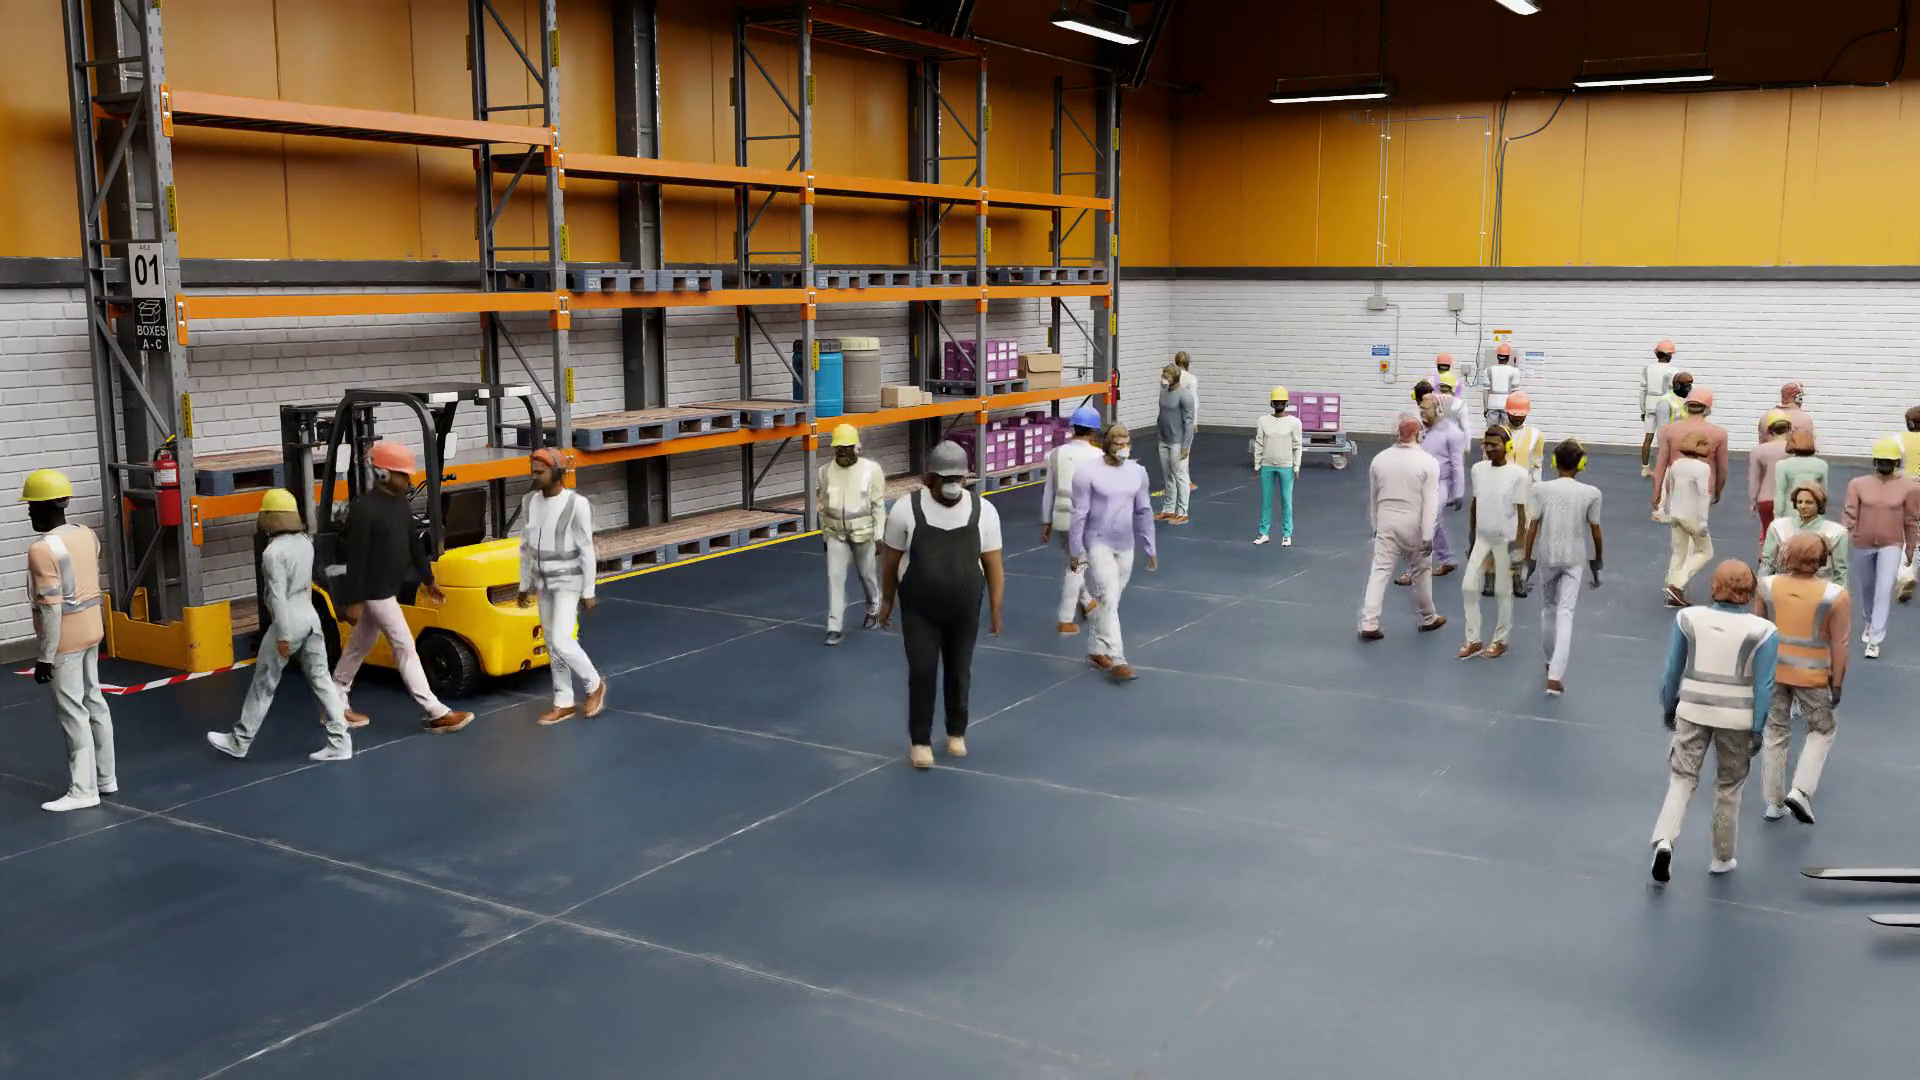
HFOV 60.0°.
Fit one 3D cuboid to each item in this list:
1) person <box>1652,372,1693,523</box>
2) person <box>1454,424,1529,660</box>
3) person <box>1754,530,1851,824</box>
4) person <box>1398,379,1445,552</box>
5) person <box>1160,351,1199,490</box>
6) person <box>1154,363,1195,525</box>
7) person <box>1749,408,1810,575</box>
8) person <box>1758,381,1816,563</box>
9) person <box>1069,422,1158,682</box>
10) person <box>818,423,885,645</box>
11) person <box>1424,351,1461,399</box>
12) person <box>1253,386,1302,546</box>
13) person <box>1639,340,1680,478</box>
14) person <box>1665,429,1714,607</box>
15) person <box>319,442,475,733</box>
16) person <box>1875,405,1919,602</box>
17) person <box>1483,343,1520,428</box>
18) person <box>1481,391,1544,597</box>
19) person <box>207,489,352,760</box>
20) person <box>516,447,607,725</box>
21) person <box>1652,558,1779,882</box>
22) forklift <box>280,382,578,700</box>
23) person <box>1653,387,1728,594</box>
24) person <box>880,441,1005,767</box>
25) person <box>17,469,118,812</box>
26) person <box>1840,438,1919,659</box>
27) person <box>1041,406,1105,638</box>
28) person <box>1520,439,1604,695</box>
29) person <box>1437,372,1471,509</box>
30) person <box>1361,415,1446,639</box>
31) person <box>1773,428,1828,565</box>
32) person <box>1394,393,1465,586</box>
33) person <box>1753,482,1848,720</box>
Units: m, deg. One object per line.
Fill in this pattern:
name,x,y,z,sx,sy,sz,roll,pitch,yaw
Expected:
person,8.664,-1.117,20.118,0.627,1.835,0.432,-5,10,-29
person,4.086,0.033,12.870,0.673,1.843,0.565,-8,12,-41
person,4.547,0.756,9.052,0.526,1.628,0.378,9,13,44
person,4.972,-0.799,17.994,0.521,1.873,0.336,2,9,11
person,3.062,-1.659,23.149,0.352,1.937,0.635,-8,12,-41
person,2.570,-1.156,20.013,0.353,1.936,0.635,-5,10,-26
person,7.670,-0.356,15.610,0.548,1.741,0.587,6,11,33
person,8.515,-0.675,17.102,0.411,1.910,0.643,-4,10,-22
person,1.189,0.095,12.291,0.648,1.903,0.925,-5,10,-28
person,-0.884,-0.079,13.754,0.595,1.798,0.900,2,9,12
person,6.815,-1.712,23.583,0.551,1.913,0.837,1,9,4
person,3.508,-0.814,18.401,0.533,1.771,0.301,5,10,27
person,10.261,-1.907,24.371,0.396,2.042,0.610,-6,11,-32
person,6.542,-0.182,14.895,0.352,1.618,0.516,-2,9,-12
person,-3.752,0.323,10.864,1.071,1.929,0.628,0,9,2
person,8.796,-0.335,15.335,0.628,1.803,0.865,3,10,18
person,8.337,-2.056,25.631,0.545,1.938,0.361,4,10,26
person,5.129,-0.423,15.463,0.542,1.929,0.373,2,9,11
person,-4.187,0.531,10.240,0.910,1.684,0.492,1,9,9
person,-2.684,0.311,11.086,0.585,1.871,0.416,6,11,35
person,3.685,0.901,8.178,0.530,1.623,0.623,8,12,40
forklift,-3.974,-0.067,12.417,2.313,2.155,1.214,5,11,30
person,6.933,-0.475,15.755,0.602,1.933,0.999,7,12,39
person,-0.097,0.374,10.140,0.750,2.000,0.780,-1,9,-8
person,-5.031,0.560,9.335,0.384,1.924,0.593,0,9,-2
person,7.338,0.031,13.285,0.530,1.720,0.918,7,11,37
person,1.060,-0.173,14.002,0.604,1.890,0.998,6,11,35
person,4.393,0.174,12.103,0.556,1.815,0.999,4,10,25
person,6.100,-1.218,20.897,0.612,1.784,0.947,8,12,40
person,3.669,-0.106,13.755,0.658,1.849,1.049,8,12,43
person,7.741,-0.232,15.350,0.509,1.595,0.807,0,9,3
person,4.601,-0.513,16.278,1.009,1.859,0.669,-6,11,-33
person,5.618,0.422,11.136,0.380,1.626,0.513,-9,13,-44
